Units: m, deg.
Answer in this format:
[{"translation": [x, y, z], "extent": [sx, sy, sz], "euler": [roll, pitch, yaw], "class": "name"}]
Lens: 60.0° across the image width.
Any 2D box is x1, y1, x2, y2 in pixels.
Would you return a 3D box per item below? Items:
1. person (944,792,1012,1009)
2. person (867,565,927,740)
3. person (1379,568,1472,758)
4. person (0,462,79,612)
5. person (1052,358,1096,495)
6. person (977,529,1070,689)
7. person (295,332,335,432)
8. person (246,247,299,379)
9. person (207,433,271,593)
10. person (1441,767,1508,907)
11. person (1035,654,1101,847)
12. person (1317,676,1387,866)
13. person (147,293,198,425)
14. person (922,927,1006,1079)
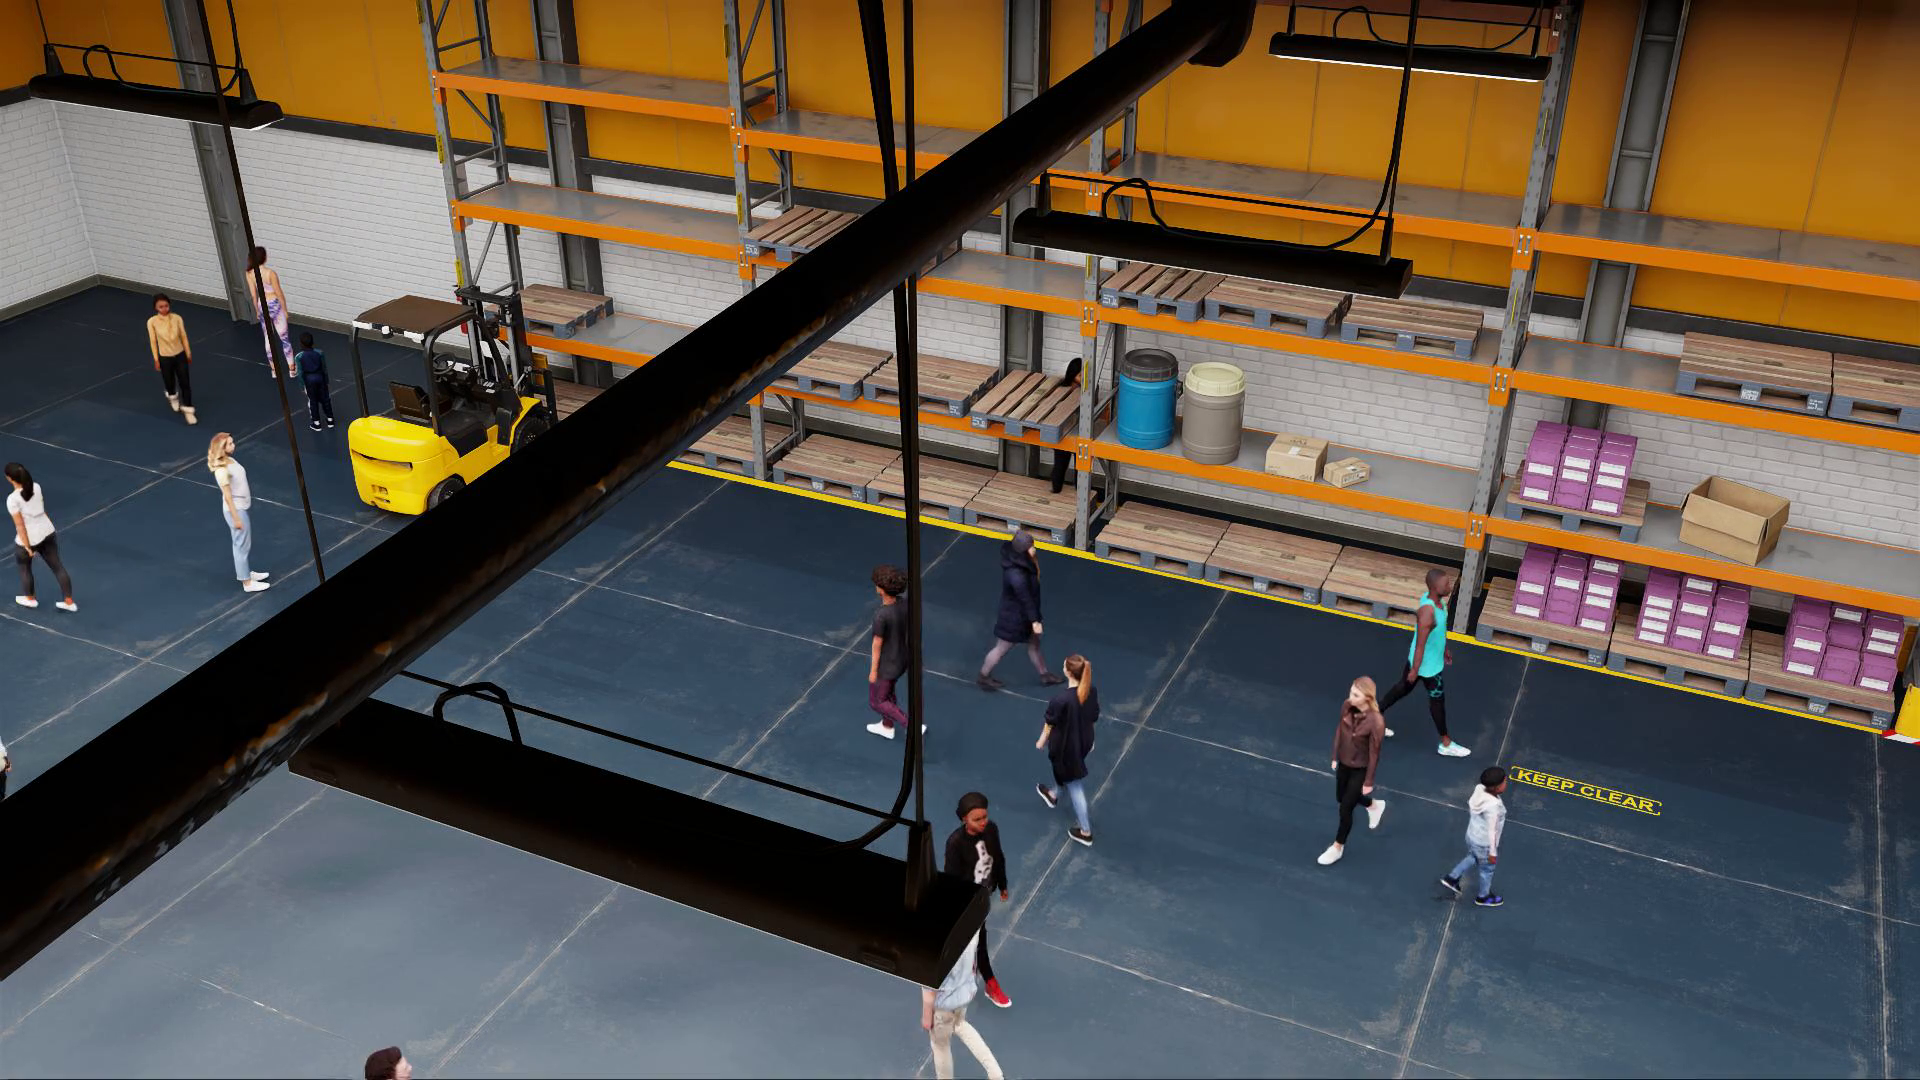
[{"translation": [0.054, 2.451, 11.850], "extent": [0.954, 1.639, 1.179], "euler": [-19, 34, -31], "class": "person"}, {"translation": [-0.560, 1.037, 14.308], "extent": [0.857, 1.768, 0.643], "euler": [12, 31, 21], "class": "person"}, {"translation": [3.904, 1.029, 14.327], "extent": [1.182, 1.765, 0.695], "euler": [9, 30, 17], "class": "person"}, {"translation": [-9.023, -0.006, 16.376], "extent": [0.867, 1.620, 0.577], "euler": [12, 31, 21], "class": "person"}, {"translation": [1.250, -1.174, 18.313], "extent": [0.770, 1.815, 0.830], "euler": [-10, 30, -18], "class": "person"}, {"translation": [0.443, 0.692, 15.089], "extent": [1.165, 1.627, 0.885], "euler": [3, 29, 5], "class": "person"}, {"translation": [-7.900, -1.954, 20.326], "extent": [0.571, 1.256, 0.586], "euler": [-20, 35, -32], "class": "person"}, {"translation": [-8.963, -2.971, 21.653], "extent": [0.586, 1.771, 0.724], "euler": [2, 29, 3], "class": "person"}, {"translation": [-7.311, -0.290, 16.784], "extent": [0.764, 1.726, 0.701], "euler": [-10, 30, -18], "class": "person"}, {"translation": [3.939, 2.247, 12.628], "extent": [0.779, 1.253, 0.656], "euler": [-1, 29, -2], "class": "person"}, {"translation": [0.952, 1.697, 13.223], "extent": [0.912, 1.648, 1.113], "euler": [-22, 35, -34], "class": "person"}, {"translation": [3.163, 1.771, 13.049], "extent": [1.003, 1.686, 1.011], "euler": [-15, 32, -26], "class": "person"}, {"translation": [-9.714, -2.260, 20.476], "extent": [0.850, 1.649, 0.977], "euler": [-18, 33, -30], "class": "person"}, {"translation": [0.013, 2.972, 10.691], "extent": [0.904, 1.835, 0.736], "euler": [18, 33, 30], "class": "person"}]
